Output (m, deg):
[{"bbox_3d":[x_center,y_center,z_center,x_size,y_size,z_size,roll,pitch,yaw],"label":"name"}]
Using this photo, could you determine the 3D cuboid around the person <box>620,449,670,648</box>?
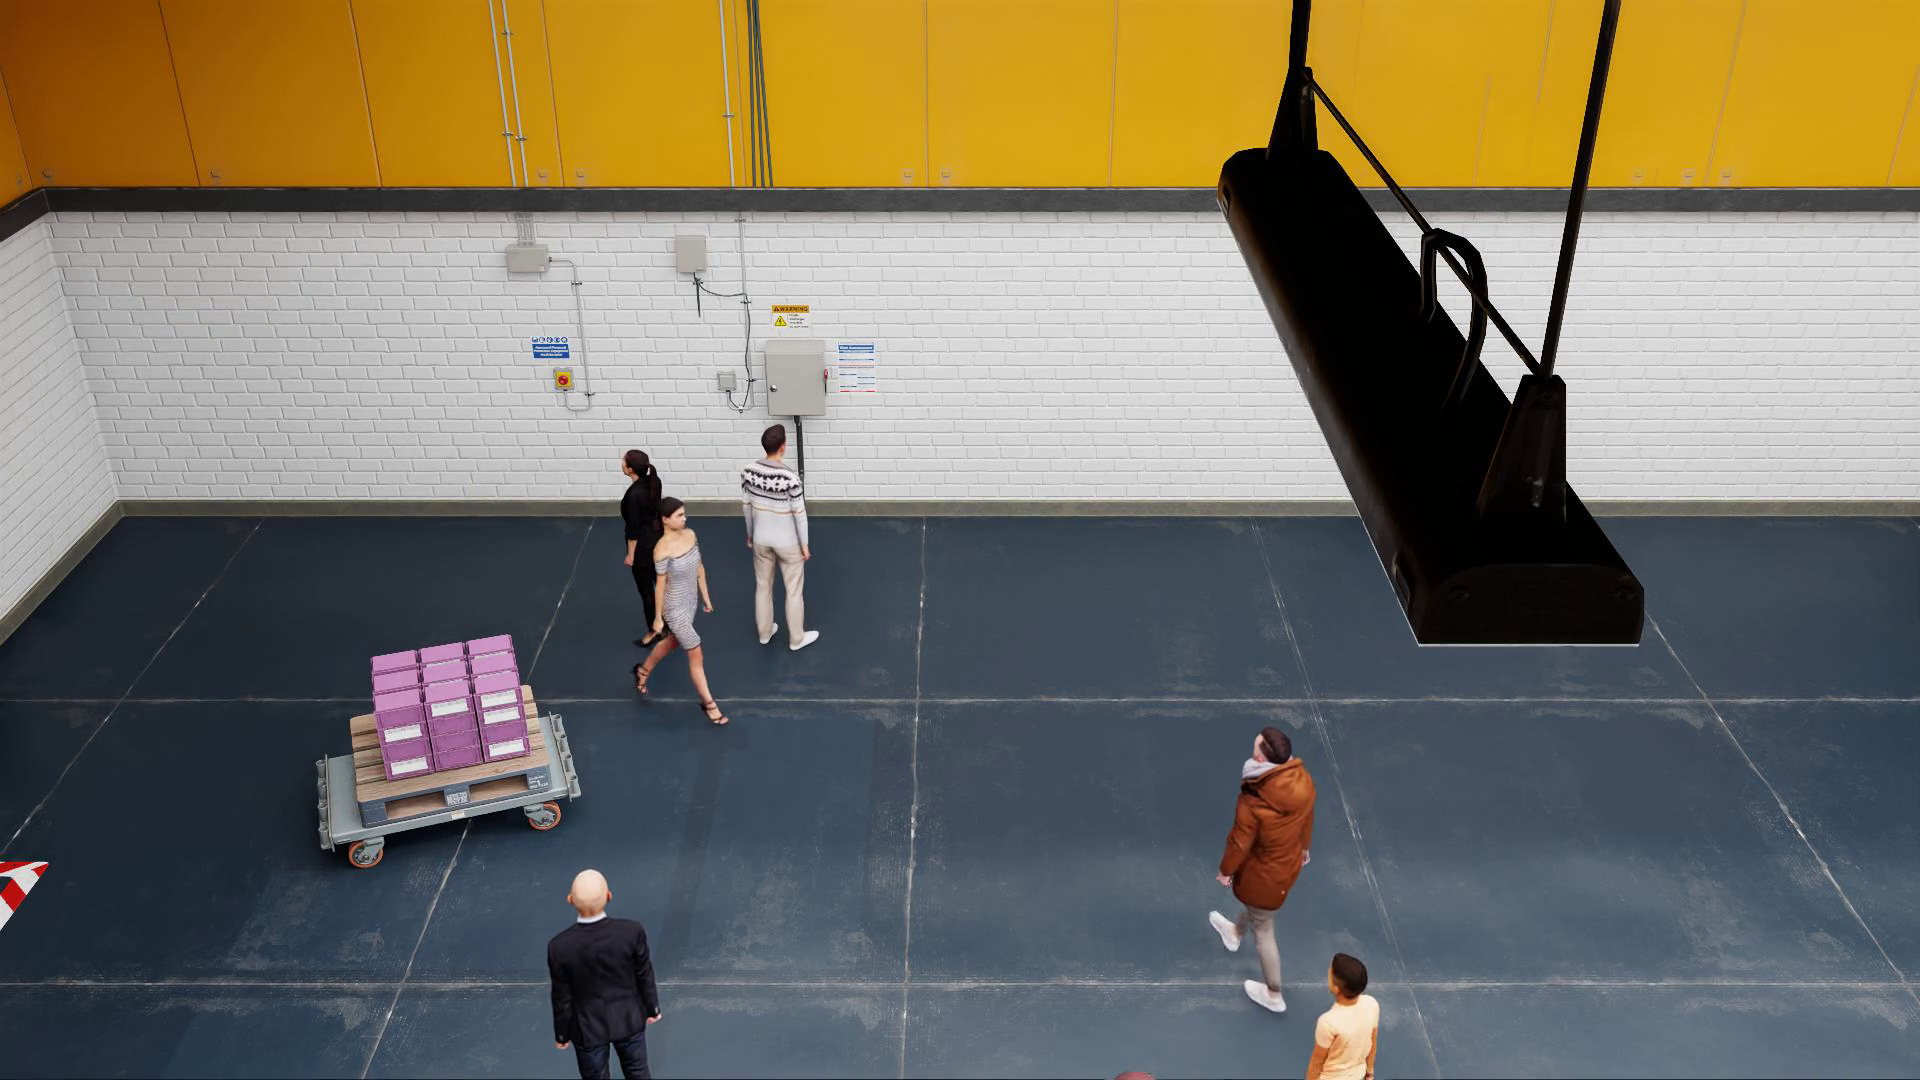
[{"bbox_3d":[-2.426,0.053,12.905,0.728,1.662,0.601,9,30,17],"label":"person"}]

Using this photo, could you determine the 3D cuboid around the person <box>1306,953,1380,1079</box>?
[{"bbox_3d":[1.930,2.713,8.262,0.882,1.439,1.039,-19,34,-30],"label":"person"}]

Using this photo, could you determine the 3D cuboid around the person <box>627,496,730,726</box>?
[{"bbox_3d":[-2.098,0.494,11.970,0.980,1.784,1.134,12,31,22],"label":"person"}]

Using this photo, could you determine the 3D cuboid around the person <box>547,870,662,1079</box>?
[{"bbox_3d":[-1.794,2.420,8.425,0.761,1.798,0.706,-10,30,-18],"label":"person"}]

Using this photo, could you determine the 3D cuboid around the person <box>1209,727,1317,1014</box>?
[{"bbox_3d":[1.797,1.893,9.382,1.065,1.806,1.152,-21,35,-33],"label":"person"}]

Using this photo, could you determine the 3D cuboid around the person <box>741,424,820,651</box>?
[{"bbox_3d":[-1.418,-0.016,12.825,0.758,1.860,0.698,11,30,19],"label":"person"}]
